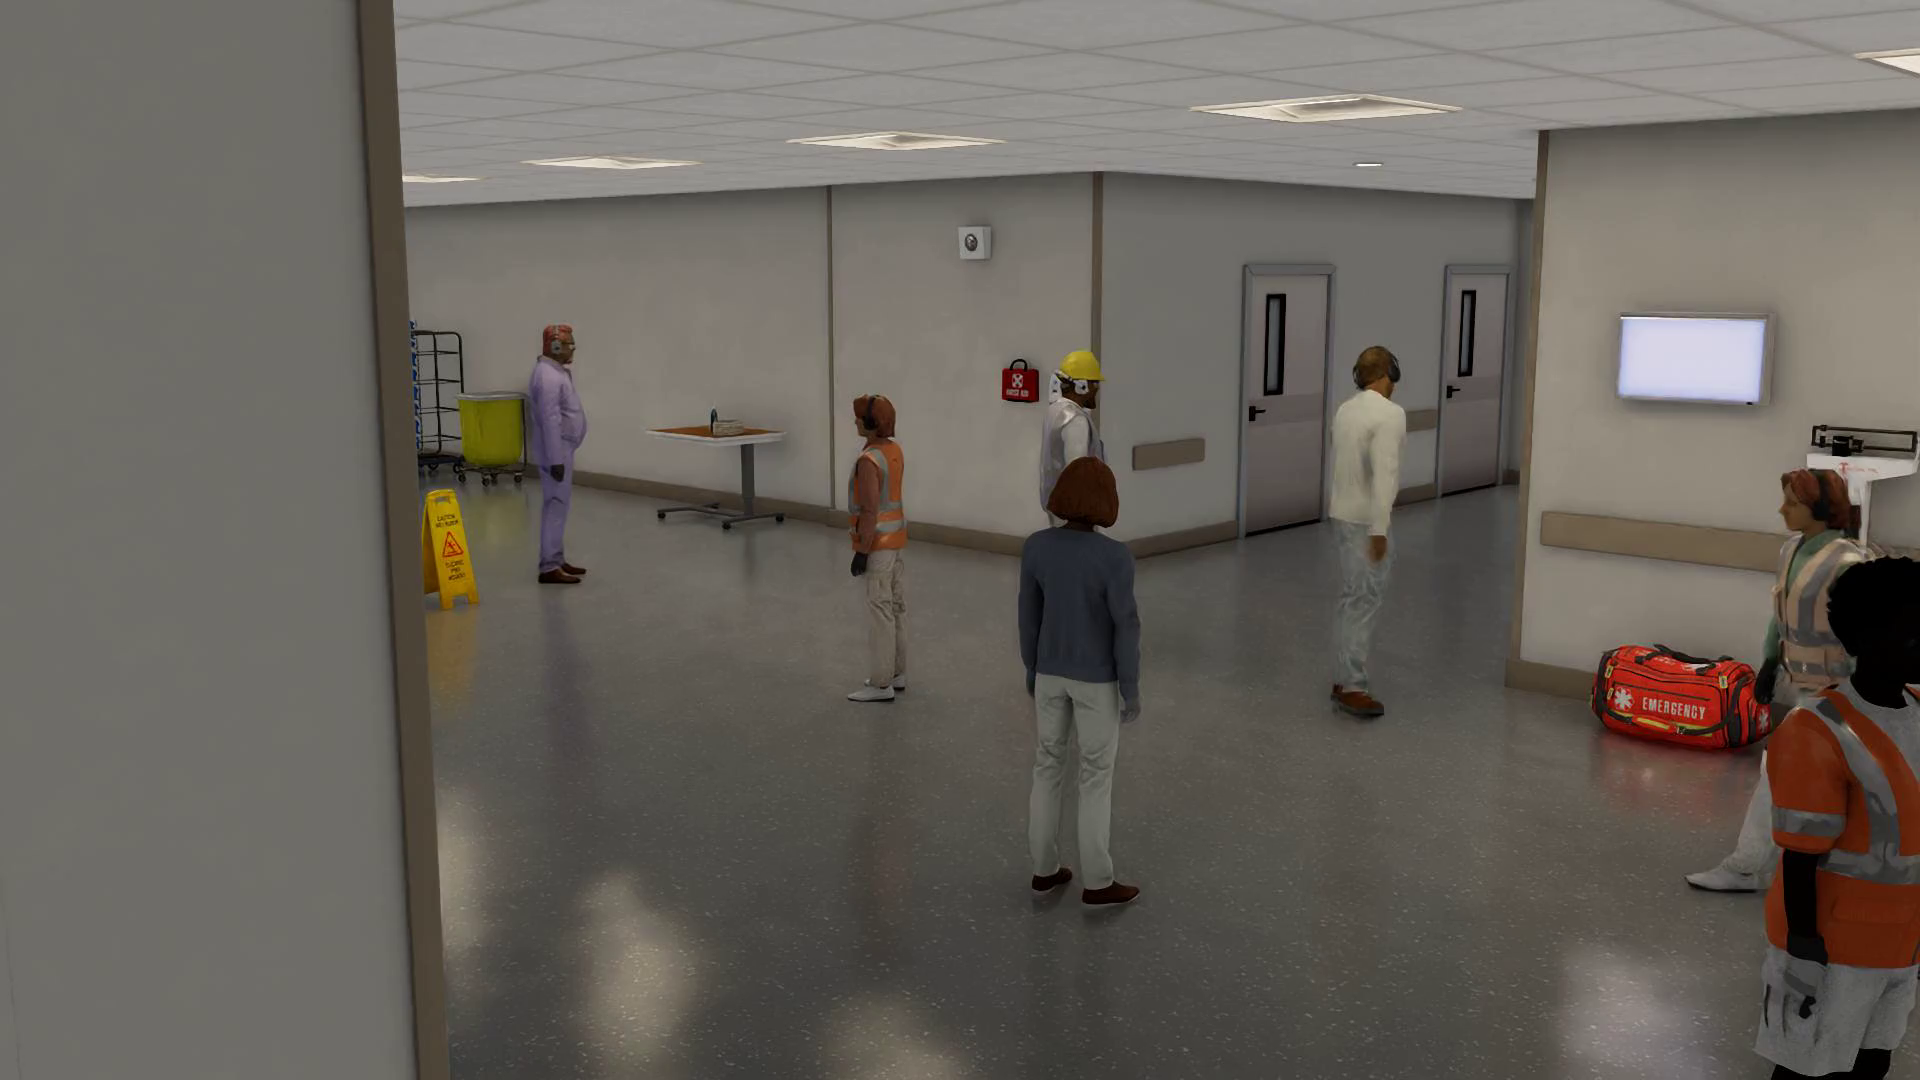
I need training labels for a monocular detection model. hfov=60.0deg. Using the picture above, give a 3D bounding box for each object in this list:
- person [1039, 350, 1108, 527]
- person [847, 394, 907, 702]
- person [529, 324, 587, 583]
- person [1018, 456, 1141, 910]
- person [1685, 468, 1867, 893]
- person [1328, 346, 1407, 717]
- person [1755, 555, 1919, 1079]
[{"bbox_3d":[0.673,-0.203,9.833,0.403,1.824,0.591,-1,9,-8],"label":"person"},{"bbox_3d":[-0.437,0.042,8.872,0.311,1.642,0.513,3,10,16],"label":"person"},{"bbox_3d":[-2.941,-0.633,12.239,0.400,1.902,0.651,-2,9,-12],"label":"person"},{"bbox_3d":[0.435,0.510,6.027,0.507,1.632,0.268,8,12,40],"label":"person"},{"bbox_3d":[3.175,0.525,6.067,0.868,1.591,0.524,1,9,7],"label":"person"},{"bbox_3d":[2.133,-0.052,8.700,0.421,1.896,0.801,-1,9,-8],"label":"person"},{"bbox_3d":[1.955,0.871,3.628,0.533,1.697,0.318,-6,11,-31],"label":"person"}]
